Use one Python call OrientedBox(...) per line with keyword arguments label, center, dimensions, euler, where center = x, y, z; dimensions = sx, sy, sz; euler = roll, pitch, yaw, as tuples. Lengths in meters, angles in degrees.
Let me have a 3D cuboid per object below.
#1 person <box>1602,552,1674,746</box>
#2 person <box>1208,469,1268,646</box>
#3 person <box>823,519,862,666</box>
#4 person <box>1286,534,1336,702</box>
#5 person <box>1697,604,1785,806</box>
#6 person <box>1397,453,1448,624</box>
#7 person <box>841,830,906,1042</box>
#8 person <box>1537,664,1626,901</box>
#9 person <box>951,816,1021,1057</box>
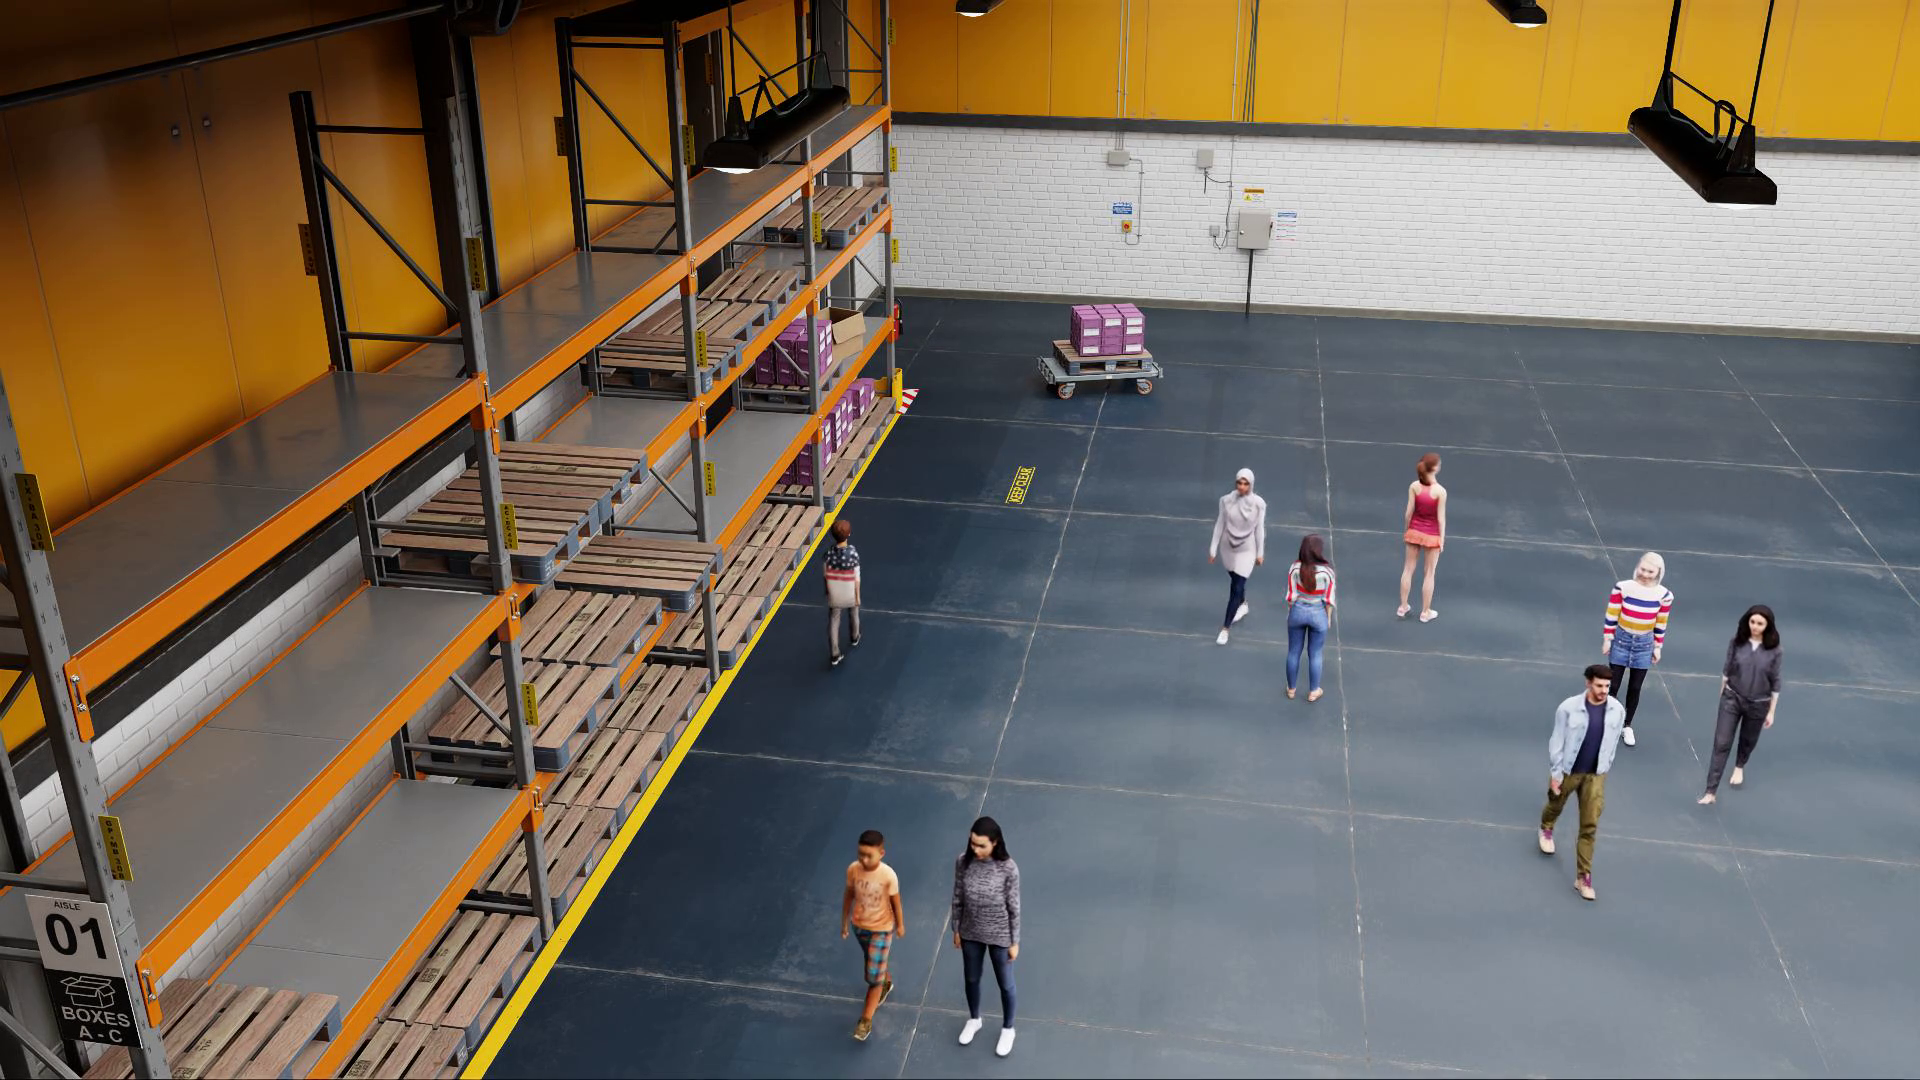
OrientedBox(label="person", center=(5.828, 0.917, 14.415), dimensions=(0.682, 1.809, 0.563), euler=(7, 25, 17))
OrientedBox(label="person", center=(2.765, 0.110, 16.372), dimensions=(0.888, 1.721, 1.238), euler=(12, 27, 26))
OrientedBox(label="person", center=(-1.140, 0.512, 15.845), dimensions=(0.538, 1.405, 0.937), euler=(4, 24, 8))
OrientedBox(label="person", center=(3.175, 0.697, 15.165), dimensions=(0.624, 1.611, 0.565), euler=(8, 25, 18))
OrientedBox(label="person", center=(6.468, 1.309, 13.630), dimensions=(0.931, 1.720, 1.232), euler=(15, 28, 30))
OrientedBox(label="person", center=(4.647, -0.040, 16.677), dimensions=(0.637, 1.750, 0.641), euler=(16, 28, 32))
OrientedBox(label="person", center=(-0.553, 2.550, 11.148), dimensions=(0.698, 1.434, 1.013), euler=(10, 25, 21))
OrientedBox(label="person", center=(4.655, 1.725, 12.618), dimensions=(0.731, 1.768, 1.189), euler=(2, 24, 5))
OrientedBox(label="person", center=(0.186, 2.537, 10.807), dimensions=(0.652, 1.731, 0.582), euler=(8, 25, 18))
